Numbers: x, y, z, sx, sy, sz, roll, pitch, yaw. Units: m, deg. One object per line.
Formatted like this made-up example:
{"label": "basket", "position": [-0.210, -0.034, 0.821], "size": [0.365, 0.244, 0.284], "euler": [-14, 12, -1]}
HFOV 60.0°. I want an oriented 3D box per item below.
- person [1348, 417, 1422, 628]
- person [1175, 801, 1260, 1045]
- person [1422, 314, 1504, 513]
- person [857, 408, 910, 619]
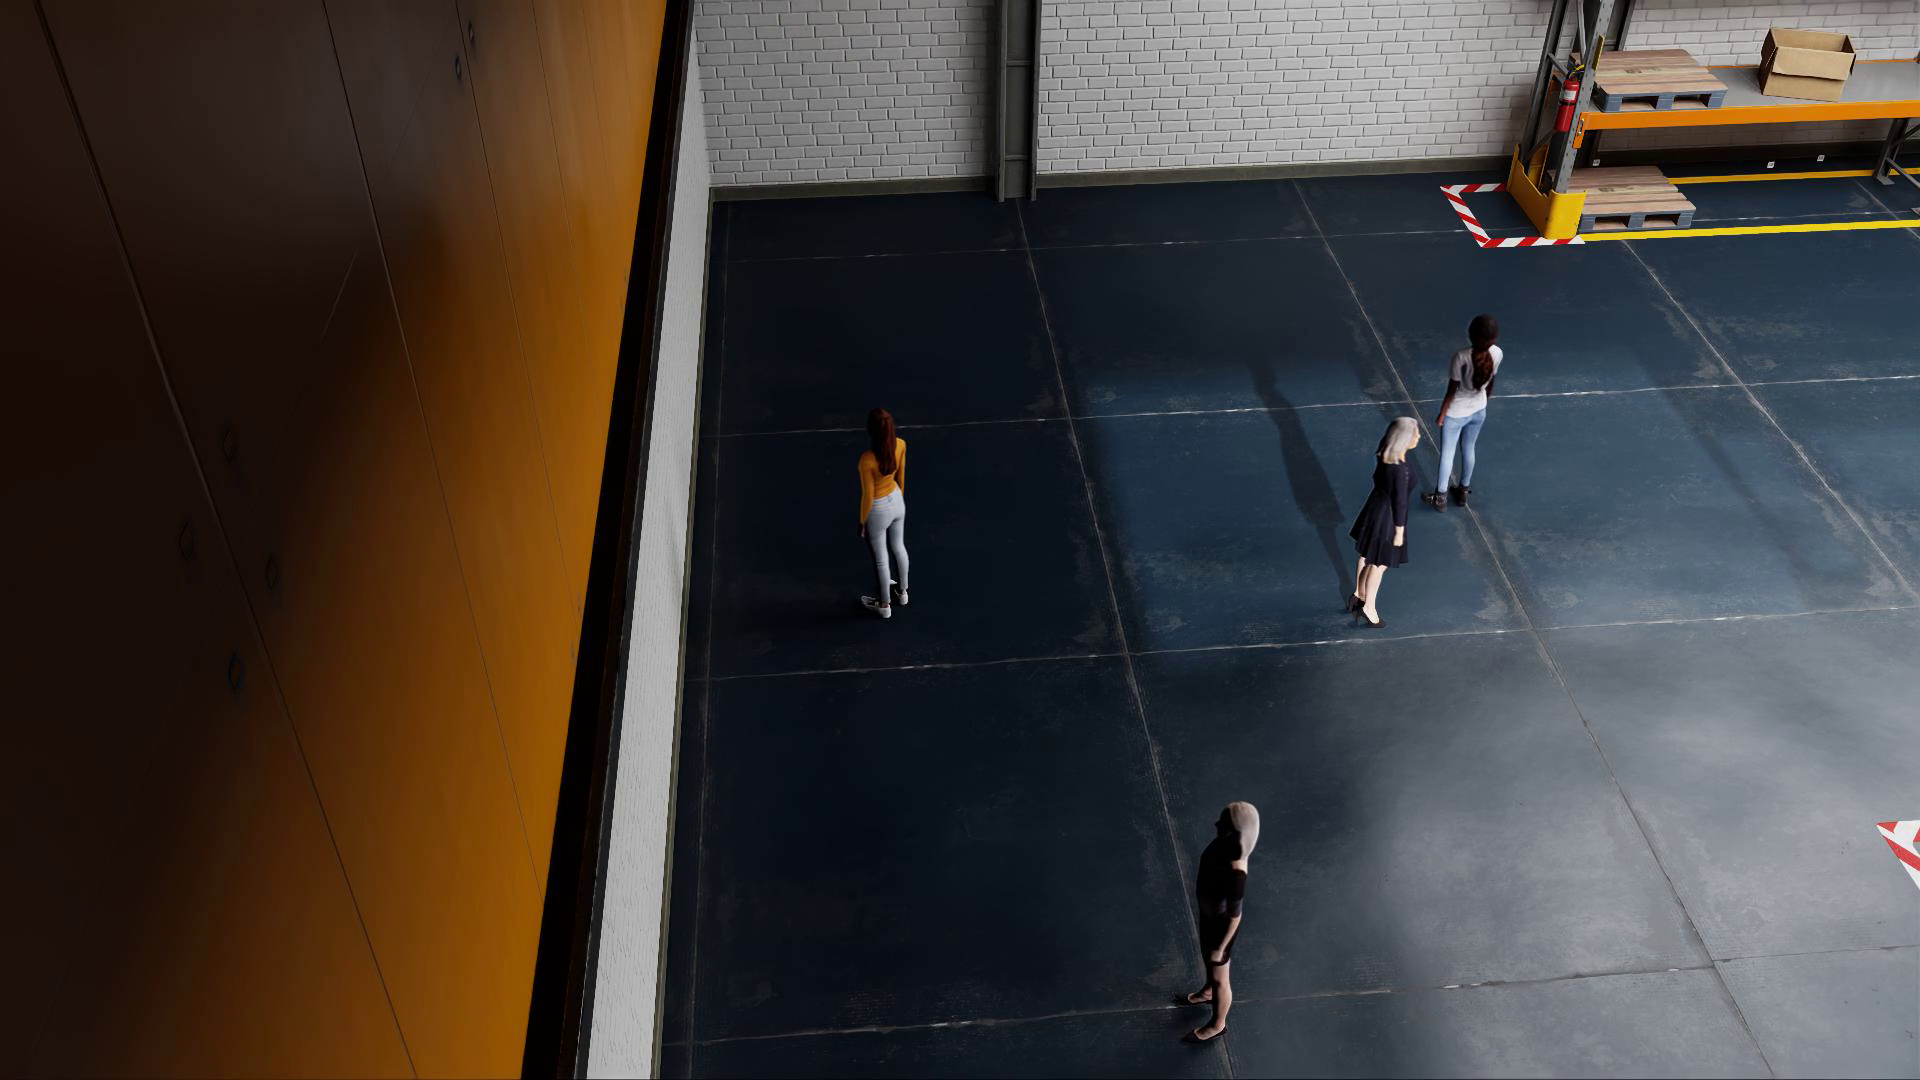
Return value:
{"label": "person", "position": [3.013, -0.142, 11.752], "size": [0.564, 1.746, 0.603], "euler": [-5, 39, -6]}
{"label": "person", "position": [1.397, 2.046, 8.946], "size": [0.524, 1.829, 0.598], "euler": [1, 39, 1]}
{"label": "person", "position": [3.894, -0.986, 12.831], "size": [0.546, 1.719, 0.700], "euler": [-13, 40, -15]}
{"label": "person", "position": [-0.542, -0.200, 11.822], "size": [0.746, 1.750, 0.674], "euler": [31, 48, 33]}
